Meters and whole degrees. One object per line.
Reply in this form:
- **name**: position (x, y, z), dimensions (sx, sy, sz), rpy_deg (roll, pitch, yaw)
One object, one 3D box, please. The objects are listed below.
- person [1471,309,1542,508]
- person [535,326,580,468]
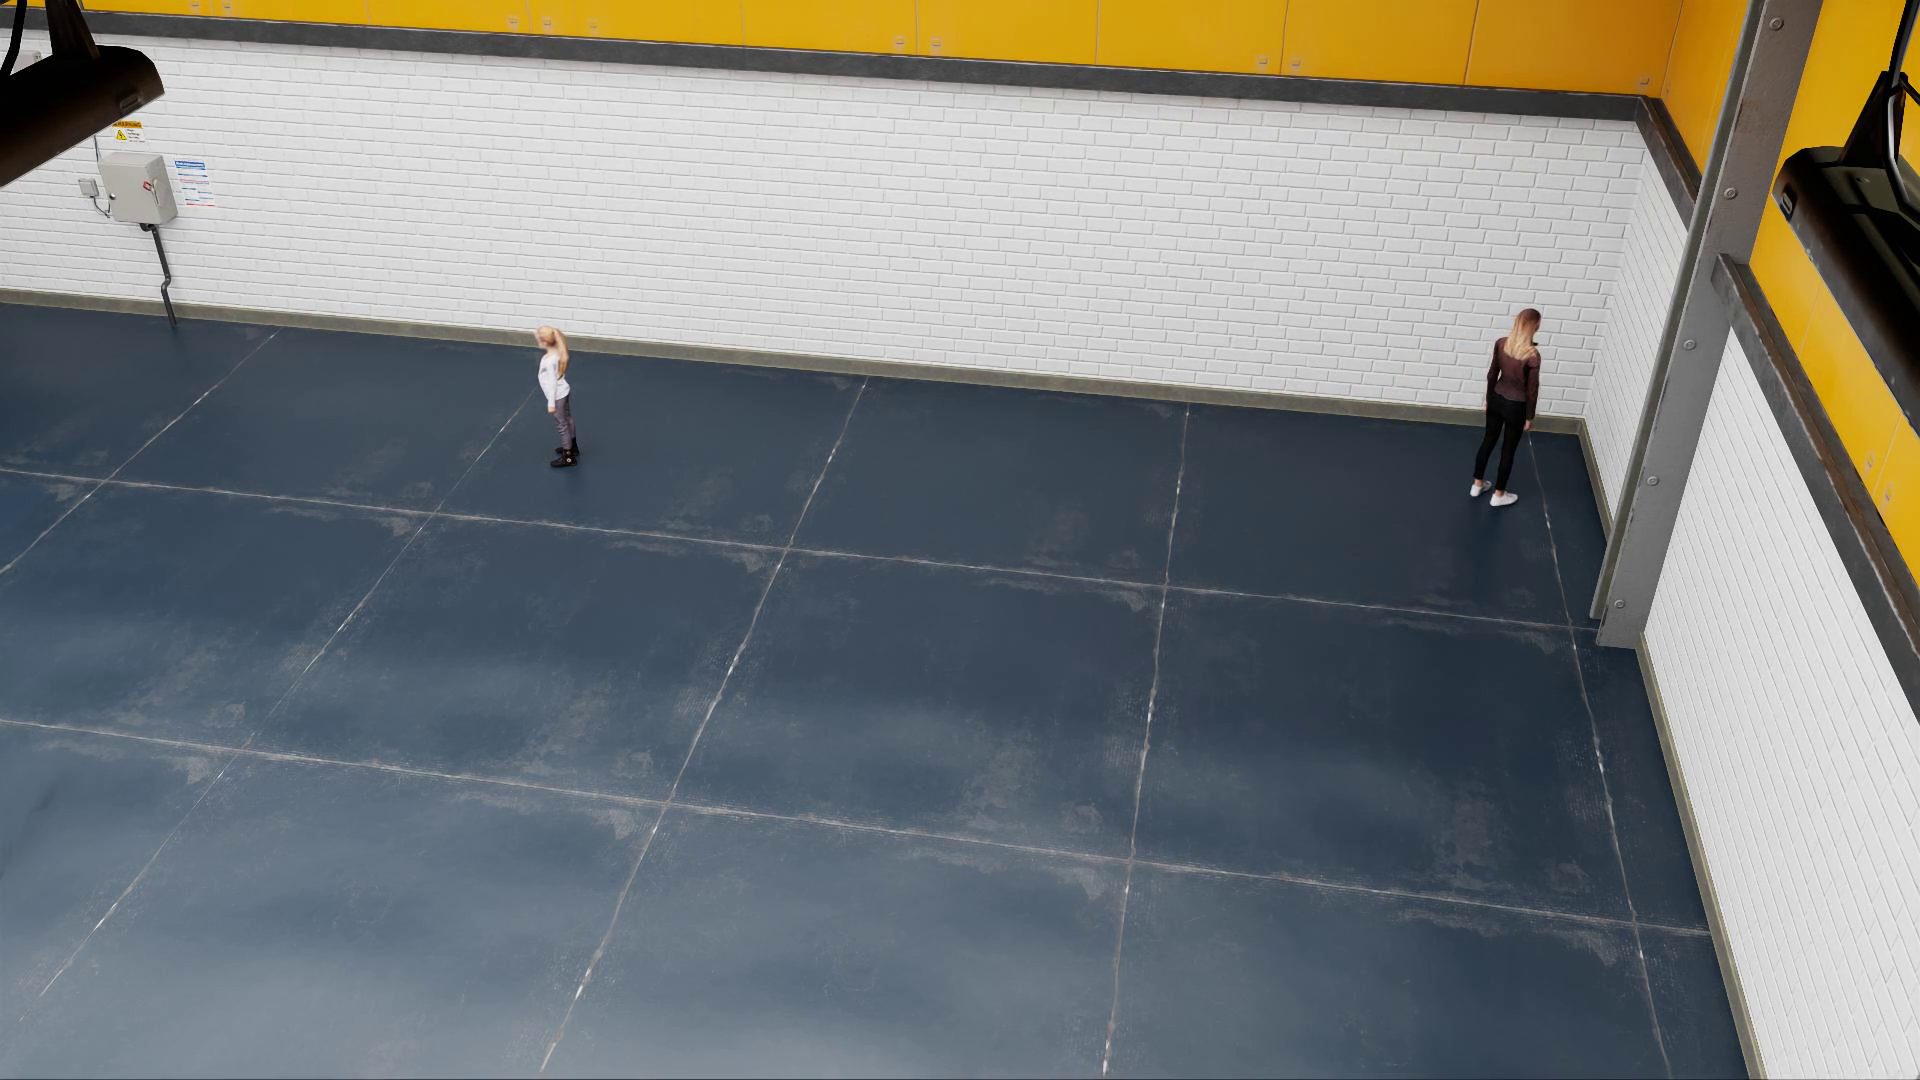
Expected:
- **person**: position (4.411, -1.075, 13.399), dimensions (0.729, 1.703, 0.664), rpy_deg (-20, 39, -28)
- **person**: position (-3.379, -1.228, 14.011), dimensions (0.576, 1.279, 0.466), rpy_deg (1, 34, 2)
